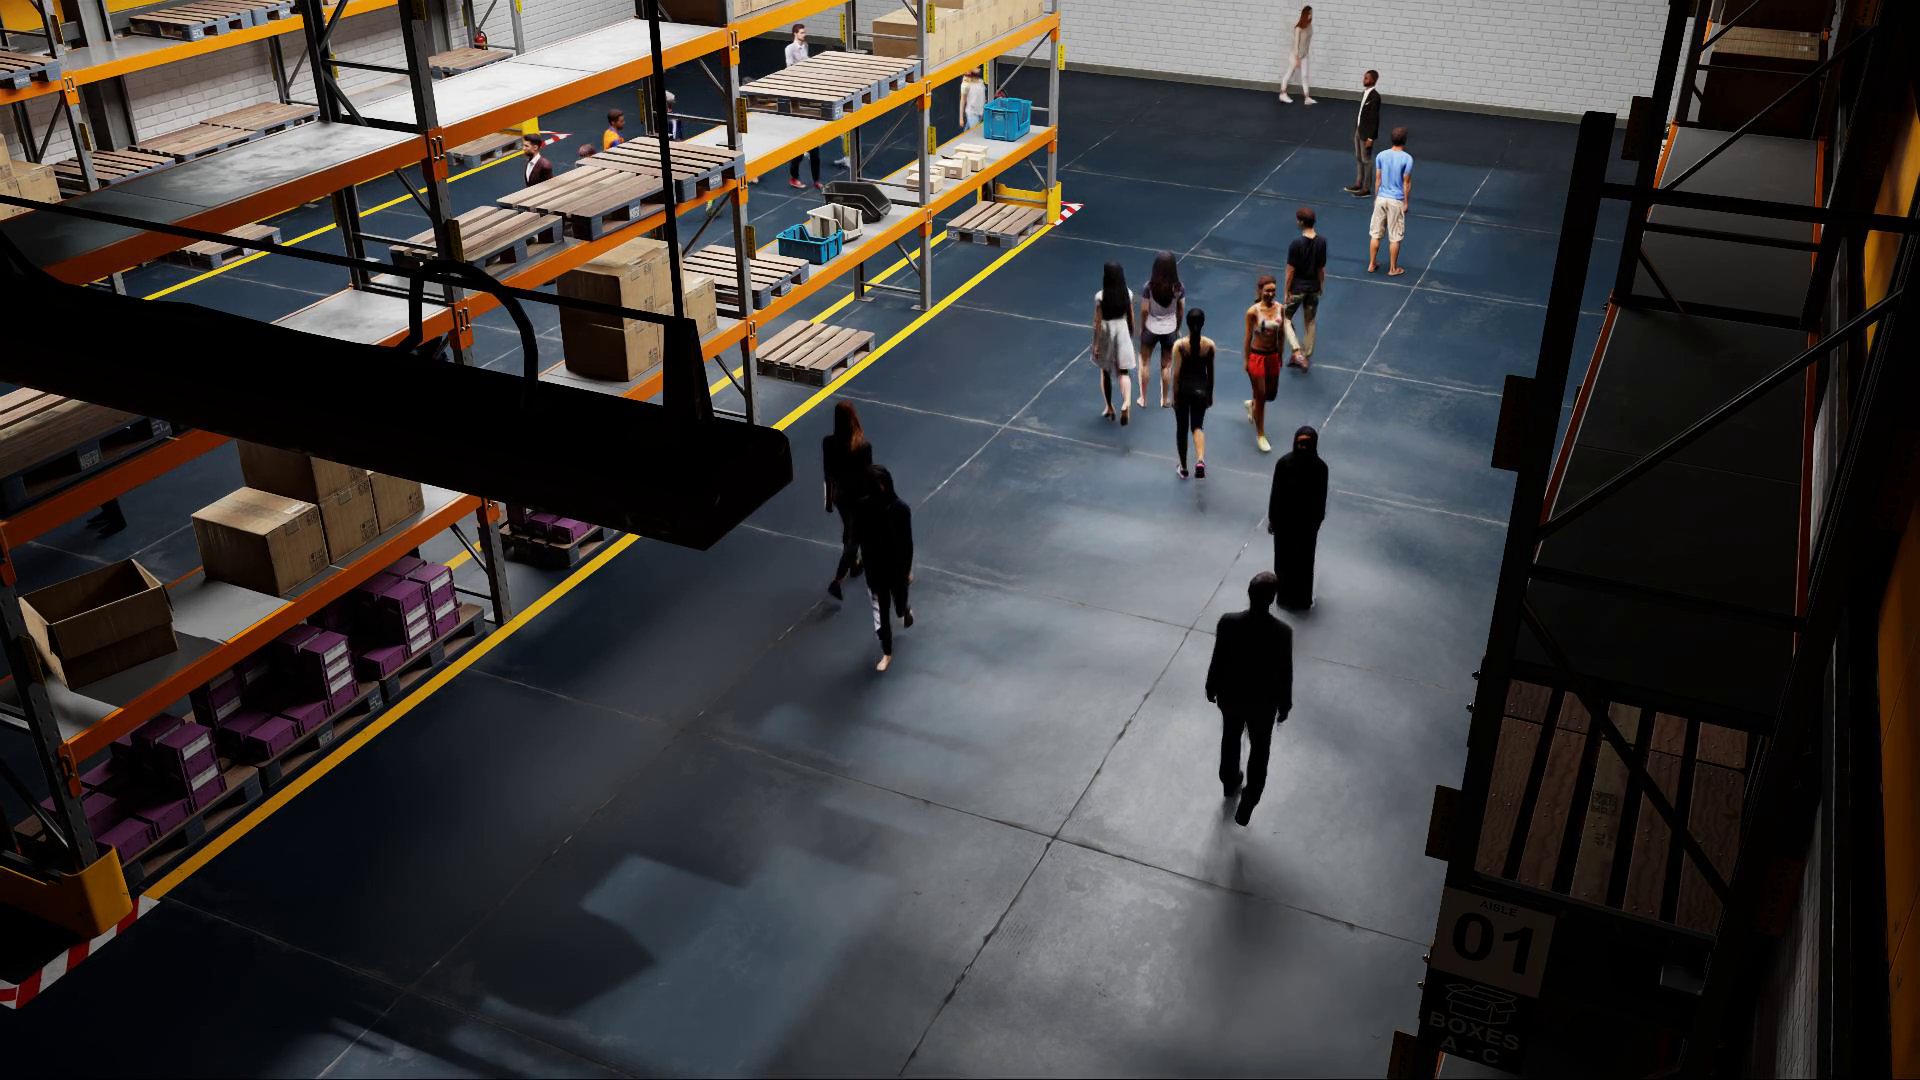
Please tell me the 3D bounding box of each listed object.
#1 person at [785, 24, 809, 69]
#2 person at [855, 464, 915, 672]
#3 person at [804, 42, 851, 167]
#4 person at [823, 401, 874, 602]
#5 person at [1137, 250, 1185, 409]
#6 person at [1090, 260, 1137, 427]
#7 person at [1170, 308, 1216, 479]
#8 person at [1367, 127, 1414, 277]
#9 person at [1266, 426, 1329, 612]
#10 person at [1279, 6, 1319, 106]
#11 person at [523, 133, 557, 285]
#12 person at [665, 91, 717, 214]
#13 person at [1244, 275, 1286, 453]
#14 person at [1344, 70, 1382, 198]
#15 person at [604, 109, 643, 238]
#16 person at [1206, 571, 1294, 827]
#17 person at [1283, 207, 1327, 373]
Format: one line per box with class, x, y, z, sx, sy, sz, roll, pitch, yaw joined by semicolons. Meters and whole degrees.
person;-2.585;-7.288;26.502;0.776;1.850;0.580;20;34;32
person;-0.549;0.151;13.012;0.755;1.708;1.008;6;29;11
person;-1.844;-6.535;25.158;0.840;1.816;1.095;16;32;27
person;-0.952;-0.302;13.867;0.600;1.685;1.063;13;31;22
person;2.068;-2.188;17.300;0.691;1.709;0.698;-1;29;-1
person;1.565;-1.914;16.754;0.969;1.750;1.111;-5;29;-8
person;2.189;-1.316;15.700;0.803;1.710;0.935;-2;29;-4
person;5.428;-4.276;20.966;0.706;1.863;0.650;20;35;33
person;2.805;-0.231;13.816;0.646;1.608;0.770;9;30;16
person;5.774;-8.332;28.601;1.072;1.672;0.996;-21;35;-33
person;-5.206;-4.148;20.730;0.756;1.864;0.768;-22;35;-34
person;-3.820;-5.252;22.818;1.179;1.802;1.142;-9;30;-16
person;2.977;-1.799;16.515;0.916;1.777;1.007;-9;30;-15
person;5.841;-5.848;23.914;0.801;1.801;0.686;-4;29;-8
person;-4.586;-4.721;21.816;0.946;1.830;0.884;-9;30;-15
person;1.930;1.099;11.173;0.806;1.805;1.028;9;30;15
person;3.751;-2.670;18.048;0.825;1.838;0.867;-5;29;-9
